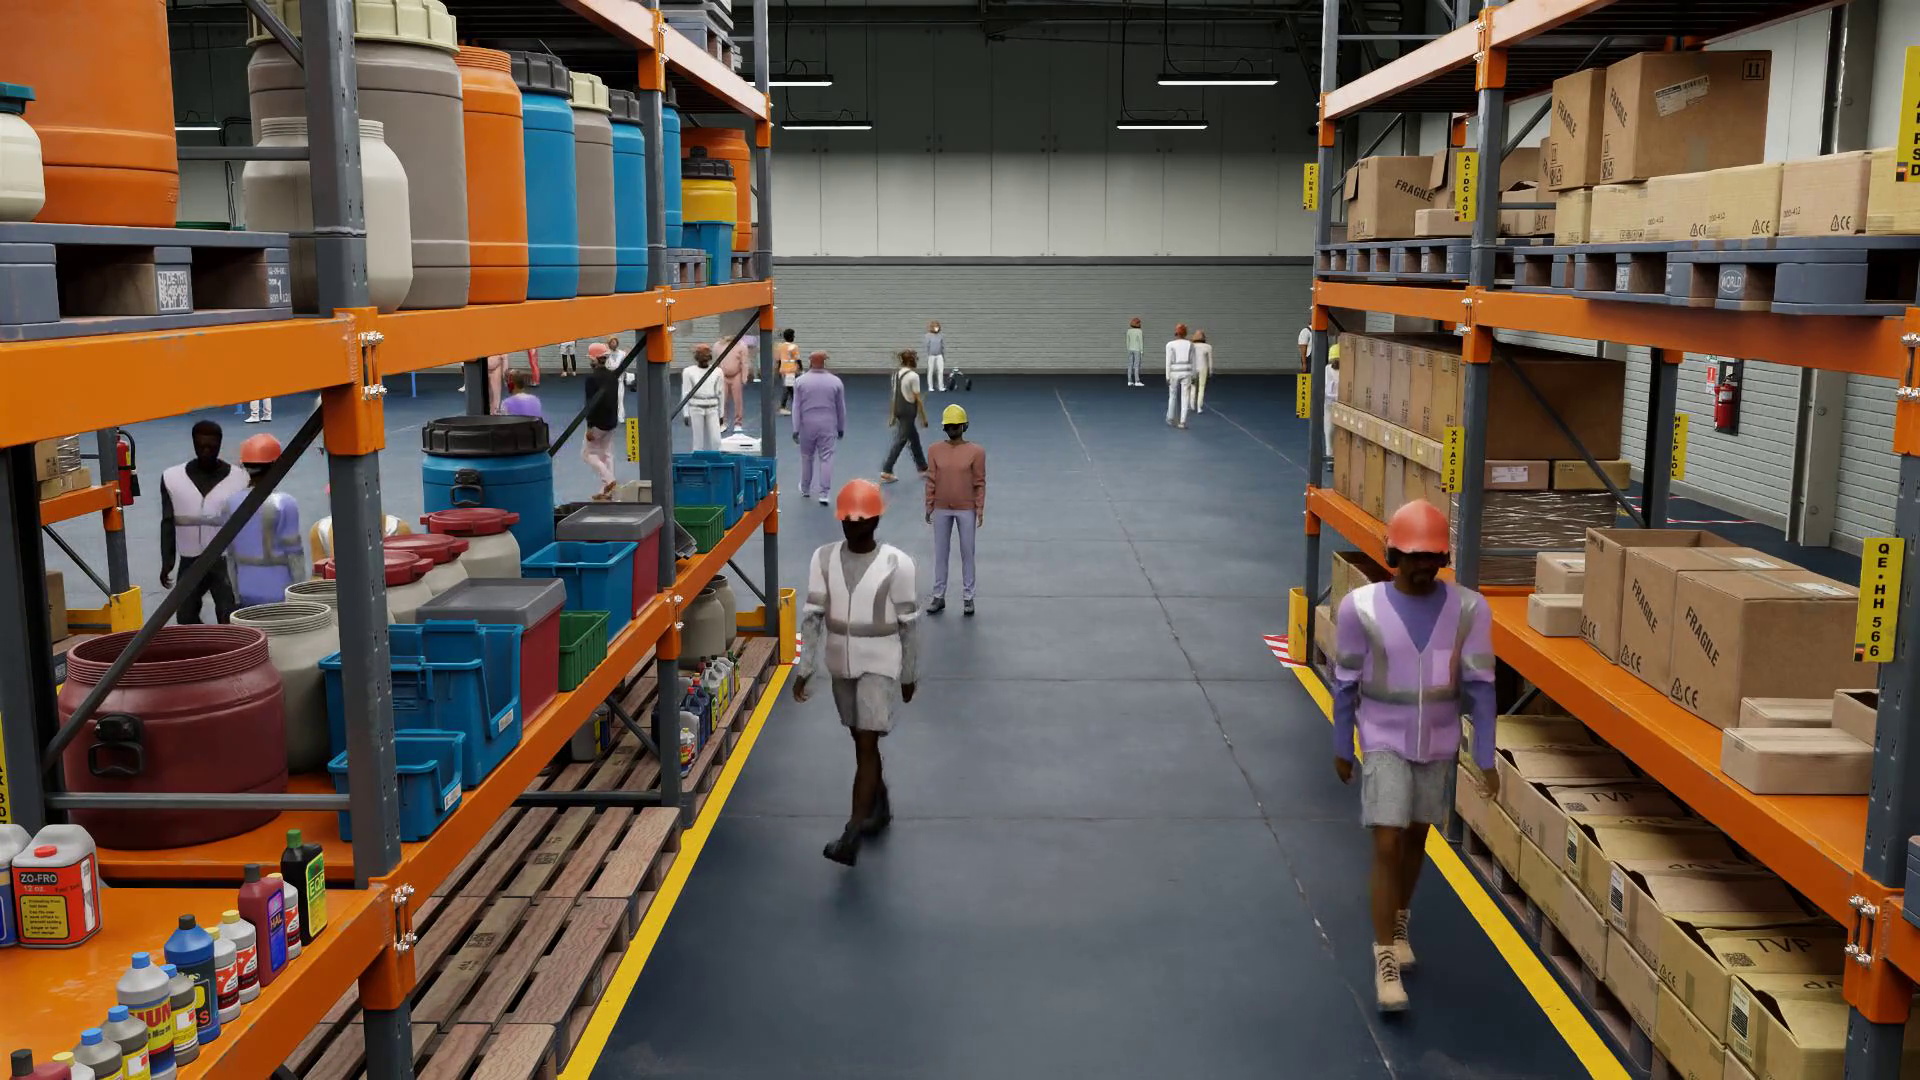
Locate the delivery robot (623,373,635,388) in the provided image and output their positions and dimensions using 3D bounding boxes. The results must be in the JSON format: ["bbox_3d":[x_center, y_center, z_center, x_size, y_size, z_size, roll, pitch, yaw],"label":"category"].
[{"bbox_3d":[-7.744,-3.687,38.020,0.477,0.478,0.707,3,10,18],"label":"delivery robot"}]

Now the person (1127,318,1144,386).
[{"bbox_3d":[4.212,-4.515,39.906,0.286,1.633,0.499,-8,13,-41],"label":"person"}]

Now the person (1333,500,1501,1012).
[{"bbox_3d":[1.831,0.849,6.645,0.623,2.000,0.944,0,9,2],"label":"person"}]

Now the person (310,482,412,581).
[{"bbox_3d":[-3.219,0.495,8.996,0.548,1.934,0.375,-1,10,-5],"label":"person"}]

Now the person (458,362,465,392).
[{"bbox_3d":[-11.407,-4.260,38.193,0.318,1.697,0.535,-1,10,-7],"label":"person"}]

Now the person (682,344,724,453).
[{"bbox_3d":[-3.389,-1.664,22.165,0.590,1.862,0.755,-3,10,-19],"label":"person"}]

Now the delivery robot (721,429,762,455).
[{"bbox_3d":[-3.200,-1.355,24.053,0.707,0.478,0.477,0,10,-2],"label":"delivery robot"}]

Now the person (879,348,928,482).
[{"bbox_3d":[-0.717,-1.700,22.591,1.003,1.801,0.524,-6,11,-31],"label":"person"}]

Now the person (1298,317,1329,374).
[{"bbox_3d":[6.933,-3.437,32.363,0.674,2.000,0.535,-7,12,-37],"label":"person"}]

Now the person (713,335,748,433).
[{"bbox_3d":[-3.986,-2.777,28.771,0.661,1.882,0.763,1,10,7],"label":"person"}]

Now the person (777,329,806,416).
[{"bbox_3d":[-3.230,-3.266,32.369,0.817,1.659,0.545,-8,13,-41],"label":"person"}]

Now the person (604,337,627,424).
[{"bbox_3d":[-6.405,-2.960,30.718,0.535,1.596,0.868,-4,10,-24],"label":"person"}]

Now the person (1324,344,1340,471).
[{"bbox_3d":[5.393,-1.911,23.803,0.609,1.802,0.758,3,10,15],"label":"person"}]

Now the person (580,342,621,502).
[{"bbox_3d":[-4.410,-1.433,20.413,0.448,1.974,0.641,4,10,24],"label":"person"}]

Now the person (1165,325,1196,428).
[{"bbox_3d":[3.964,-2.961,30.003,0.596,1.826,0.990,-1,10,-6],"label":"person"}]

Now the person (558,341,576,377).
[{"bbox_3d":[-10.169,-5.073,43.061,0.541,1.696,0.315,-7,12,-37],"label":"person"}]

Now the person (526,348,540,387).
[{"bbox_3d":[-10.264,-4.559,39.781,0.321,1.765,0.533,-5,11,-29],"label":"person"}]

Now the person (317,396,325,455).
[{"bbox_3d":[-7.197,-1.148,19.405,0.451,1.753,0.526,7,12,38],"label":"person"}]

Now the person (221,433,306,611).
[{"bbox_3d":[-4.241,0.321,10.084,0.565,1.920,0.675,4,10,24],"label":"person"}]

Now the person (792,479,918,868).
[{"bbox_3d":[-0.527,0.638,8.275,0.554,1.881,0.994,4,10,22],"label":"person"}]

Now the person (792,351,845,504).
[{"bbox_3d":[-1.760,-1.401,20.575,0.679,1.855,0.975,-2,10,-13],"label":"person"}]

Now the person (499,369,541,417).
[{"bbox_3d":[-4.633,-0.907,17.710,0.475,1.830,0.580,4,10,24],"label":"person"}]

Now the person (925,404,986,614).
[{"bbox_3d":[-0.046,-0.261,14.028,0.524,1.769,0.316,2,10,13],"label":"person"}]

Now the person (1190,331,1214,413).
[{"bbox_3d":[4.746,-3.326,32.879,0.520,1.609,0.719,3,10,16],"label":"person"}]

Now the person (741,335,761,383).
[{"bbox_3d":[-5.216,-4.837,41.086,0.714,1.898,0.418,-5,11,-27],"label":"person"}]

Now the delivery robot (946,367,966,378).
[{"bbox_3d":[-0.083,-3.881,38.406,0.335,0.223,0.698,4,10,22],"label":"delivery robot"}]

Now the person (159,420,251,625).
[{"bbox_3d":[-5.066,0.135,11.239,0.641,1.906,0.577,-2,10,-15],"label":"person"}]

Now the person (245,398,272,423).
[{"bbox_3d":[-13.054,-3.129,30.788,0.407,1.906,0.654,5,11,27],"label":"person"}]

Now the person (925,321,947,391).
[{"bbox_3d":[-0.535,-4.196,38.077,0.544,1.604,0.745,-3,10,-20],"label":"person"}]

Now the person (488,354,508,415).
[{"bbox_3d":[-8.578,-3.049,30.335,0.672,1.889,0.449,-1,10,-8],"label":"person"}]
